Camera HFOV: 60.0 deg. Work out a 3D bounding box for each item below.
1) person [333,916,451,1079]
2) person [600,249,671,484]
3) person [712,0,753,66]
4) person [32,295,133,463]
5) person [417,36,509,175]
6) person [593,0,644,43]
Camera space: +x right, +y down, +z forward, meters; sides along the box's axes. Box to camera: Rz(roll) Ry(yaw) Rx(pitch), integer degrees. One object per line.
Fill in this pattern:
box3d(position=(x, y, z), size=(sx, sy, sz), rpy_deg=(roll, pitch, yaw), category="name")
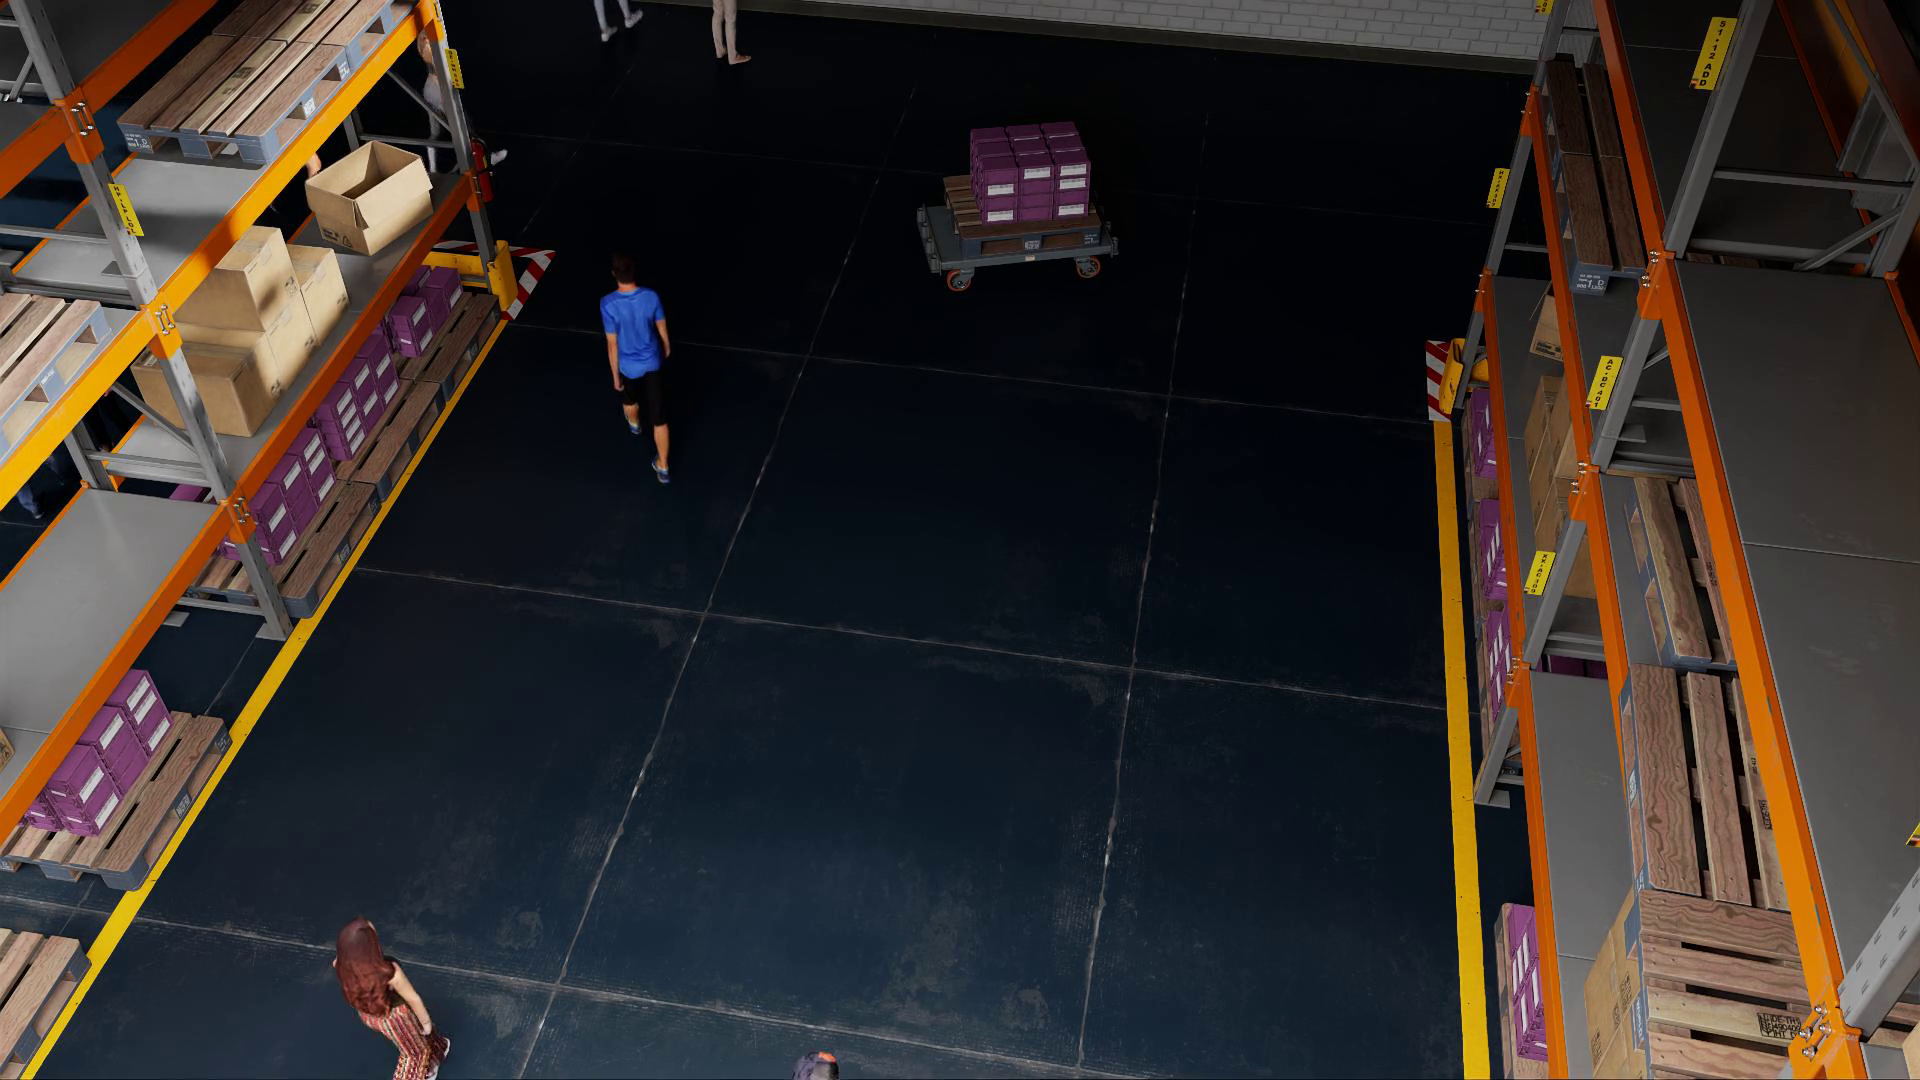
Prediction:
box3d(position=(-2.935, 2.479, 8.466), size=(0.590, 1.546, 0.937), rpy_deg=(10, 45, 11), category="person")
box3d(position=(-2.307, -1.204, 12.130), size=(0.997, 1.825, 1.230), rpy_deg=(-14, 45, -15), category="person")
box3d(position=(-2.421, -5.703, 16.926), size=(0.715, 1.724, 0.683), rpy_deg=(-32, 52, -29), category="person")
box3d(position=(-6.448, -1.223, 12.238), size=(0.600, 1.705, 0.493), rpy_deg=(6, 44, 6), category="person")
box3d(position=(-4.820, -4.003, 15.184), size=(1.084, 1.666, 0.964), rpy_deg=(-33, 53, -30), category="person")
box3d(position=(-3.780, -6.003, 17.234), size=(0.747, 1.733, 0.916), rpy_deg=(18, 46, 18), category="person")
